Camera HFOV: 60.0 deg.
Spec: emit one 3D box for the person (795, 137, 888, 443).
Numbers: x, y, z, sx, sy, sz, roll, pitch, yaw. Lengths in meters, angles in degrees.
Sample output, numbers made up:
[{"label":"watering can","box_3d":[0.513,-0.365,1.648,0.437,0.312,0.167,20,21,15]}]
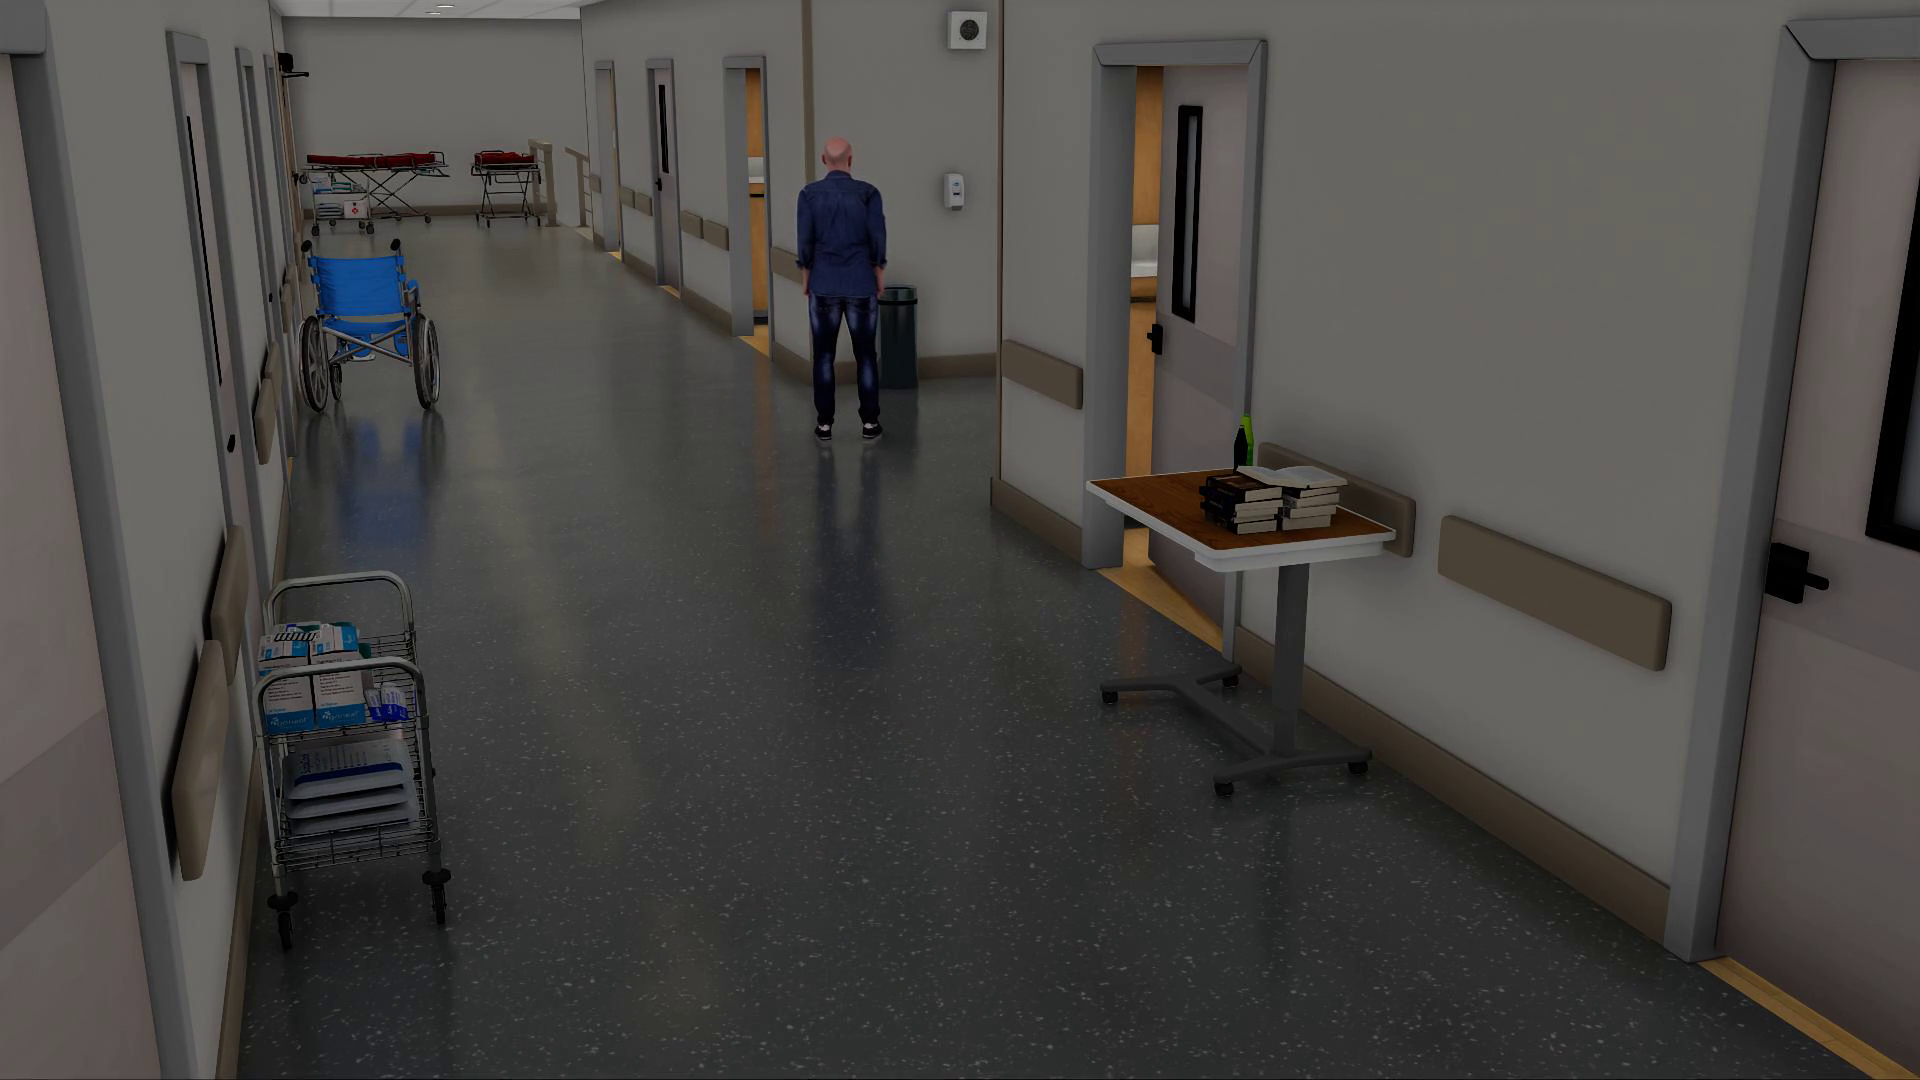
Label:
[{"label":"person","box_3d":[-0.711,-1.518,10.108,0.778,1.826,0.709,-1,16,-2]}]
